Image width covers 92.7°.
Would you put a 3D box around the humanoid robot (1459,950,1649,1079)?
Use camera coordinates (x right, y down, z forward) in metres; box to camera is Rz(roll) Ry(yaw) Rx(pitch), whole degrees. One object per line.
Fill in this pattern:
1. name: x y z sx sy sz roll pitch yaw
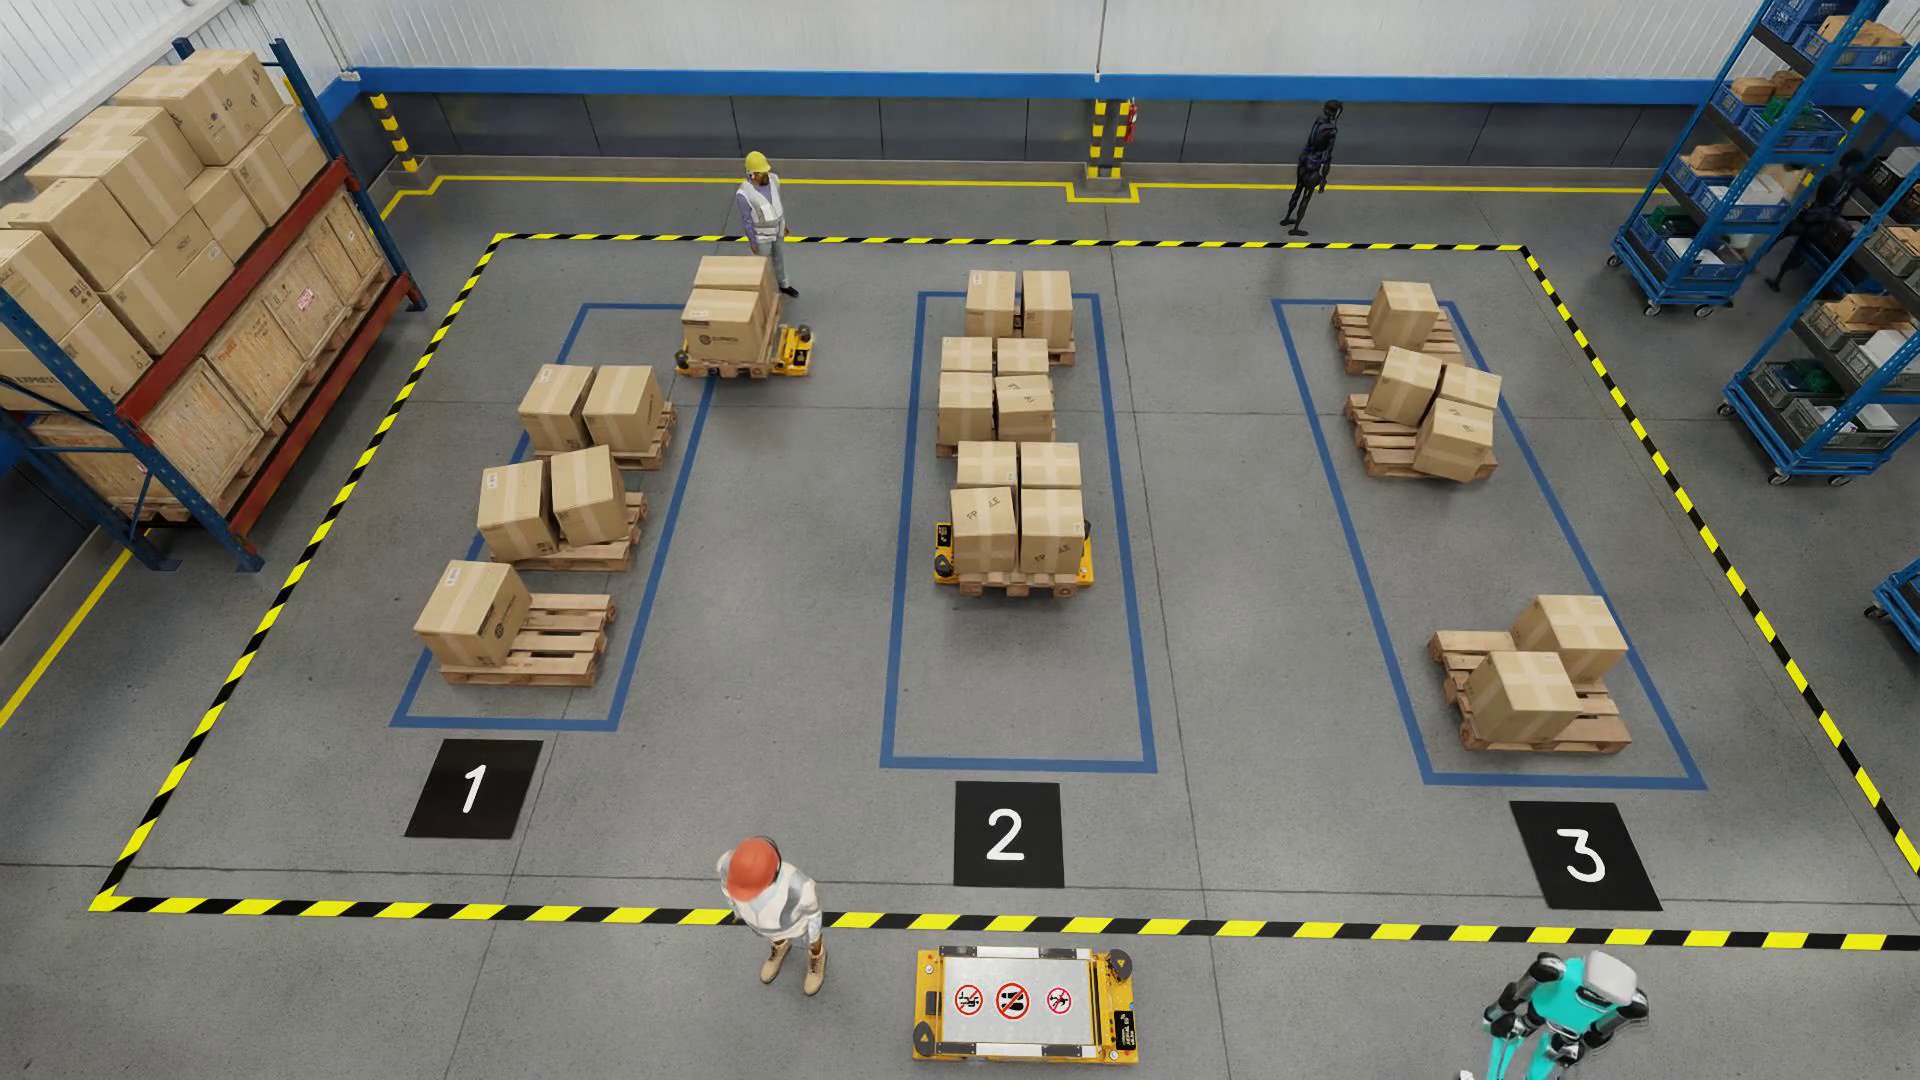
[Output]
1. humanoid robot: 3.202 2.941 5.159 0.545 1.799 0.799 20 54 16

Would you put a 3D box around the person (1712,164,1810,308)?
1. person: 9.039 -3.723 10.478 0.528 1.885 0.957 -15 52 -12

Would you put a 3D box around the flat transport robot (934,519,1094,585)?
1. flat transport robot: 0.490 0.087 8.397 1.431 0.197 0.652 1 51 1

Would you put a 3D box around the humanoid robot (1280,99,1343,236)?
1. humanoid robot: 4.359 -4.609 11.327 0.315 1.653 0.599 -7 51 -6

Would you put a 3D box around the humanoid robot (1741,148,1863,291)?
1. humanoid robot: 9.840 -3.768 10.660 0.611 1.630 0.695 3 51 2

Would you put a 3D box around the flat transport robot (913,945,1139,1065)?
1. flat transport robot: 0.422 3.041 6.007 1.431 0.231 0.659 1 51 1

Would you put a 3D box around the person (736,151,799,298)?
1. person: -2.152 -3.475 10.307 0.404 1.837 0.589 30 57 22

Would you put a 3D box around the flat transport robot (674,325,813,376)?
1. flat transport robot: -2.397 -2.130 10.204 1.431 0.197 0.652 1 51 1

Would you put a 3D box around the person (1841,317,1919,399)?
1. person: 9.352 -2.107 9.202 0.566 1.825 0.474 -3 51 -3

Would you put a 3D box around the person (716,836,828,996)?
1. person: -1.100 2.268 5.491 0.606 2.048 0.365 13 52 10
